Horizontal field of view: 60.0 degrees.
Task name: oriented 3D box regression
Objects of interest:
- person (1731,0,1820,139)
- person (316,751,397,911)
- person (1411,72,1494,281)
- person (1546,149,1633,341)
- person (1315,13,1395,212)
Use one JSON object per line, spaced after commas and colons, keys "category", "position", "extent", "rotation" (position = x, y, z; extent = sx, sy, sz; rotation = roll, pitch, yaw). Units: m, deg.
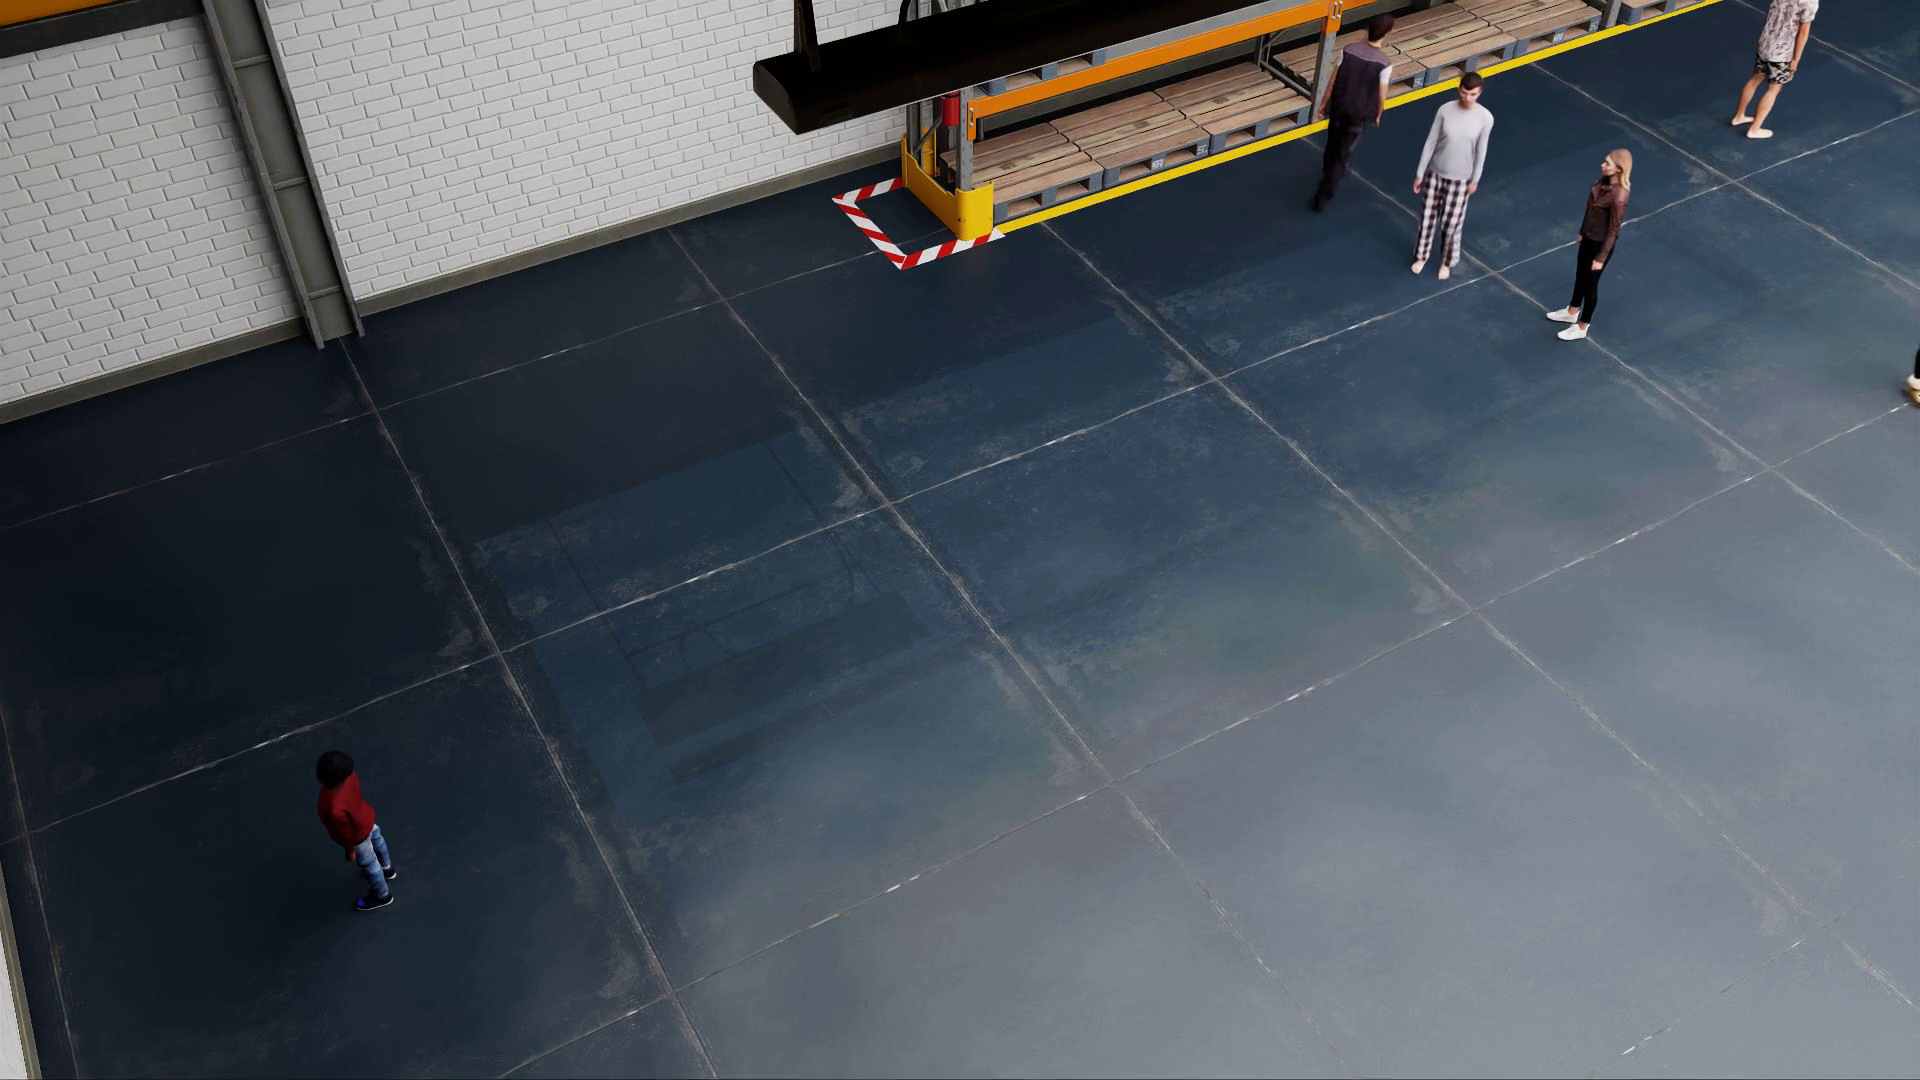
{"category": "person", "position": [7.712, -4.669, 15.662], "extent": [0.619, 1.811, 0.704], "rotation": [-15, 46, -15]}
{"category": "person", "position": [-3.436, 1.621, 9.462], "extent": [0.601, 1.256, 0.577], "rotation": [-3, 44, -3]}
{"category": "person", "position": [4.119, -3.111, 14.004], "extent": [0.778, 1.842, 0.808], "rotation": [19, 47, 19]}
{"category": "person", "position": [5.114, -2.376, 13.334], "extent": [0.677, 1.703, 0.676], "rotation": [0, 44, 0]}
{"category": "person", "position": [3.416, -3.717, 14.666], "extent": [0.980, 1.808, 1.105], "rotation": [20, 47, 20]}
